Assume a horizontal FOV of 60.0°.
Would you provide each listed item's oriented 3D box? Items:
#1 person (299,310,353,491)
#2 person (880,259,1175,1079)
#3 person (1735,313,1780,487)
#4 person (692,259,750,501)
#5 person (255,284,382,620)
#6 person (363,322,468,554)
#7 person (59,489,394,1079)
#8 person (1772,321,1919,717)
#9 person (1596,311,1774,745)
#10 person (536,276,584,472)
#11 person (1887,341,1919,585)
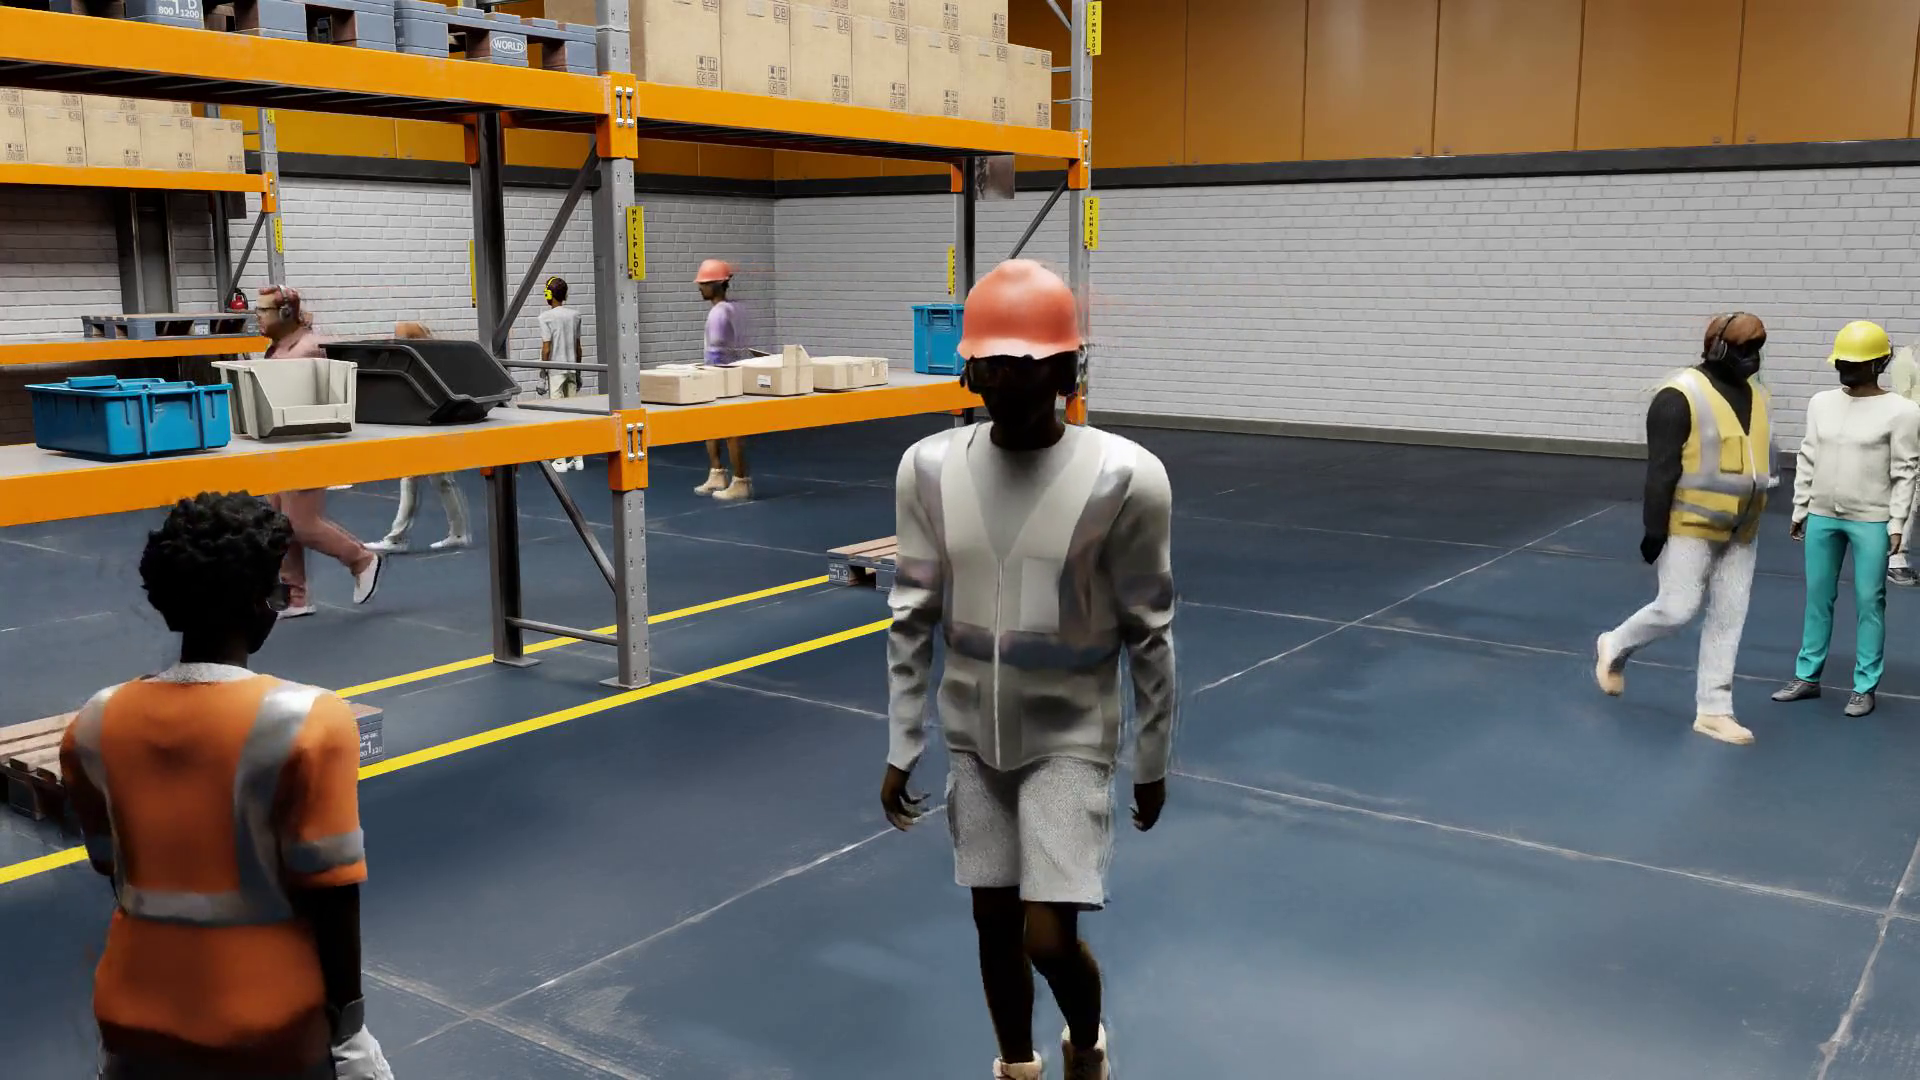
[{"bbox_3d":[-5.759,-1.189,14.421,0.520,1.603,0.828,7,12,35],"label":"person"},{"bbox_3d":[0.138,0.427,3.554,0.607,2.027,0.471,5,11,28],"label":"person"},{"bbox_3d":[6.914,-1.216,14.690,0.928,1.559,0.504,-2,10,-12],"label":"person"},{"bbox_3d":[-2.079,-1.327,13.965,0.673,2.023,0.620,0,10,1],"label":"person"},{"bbox_3d":[-3.685,-0.486,9.368,0.597,1.897,0.648,-9,13,-43],"label":"person"},{"bbox_3d":[-3.814,-0.700,11.522,0.799,1.594,0.526,-5,11,-28],"label":"person"},{"bbox_3d":[-1.140,0.739,2.761,0.543,1.648,0.864,2,10,12],"label":"person"},{"bbox_3d":[3.969,-0.093,7.438,0.328,1.760,0.524,-6,11,-34],"label":"person"},{"bbox_3d":[3.159,-0.076,7.171,0.630,1.816,0.720,-4,10,-23],"label":"person"},{"bbox_3d":[-3.848,-1.583,15.970,0.328,1.873,0.518,7,12,36],"label":"person"},{"bbox_3d":[6.102,-0.609,10.390,0.631,1.826,0.404,-2,10,-11],"label":"person"}]
